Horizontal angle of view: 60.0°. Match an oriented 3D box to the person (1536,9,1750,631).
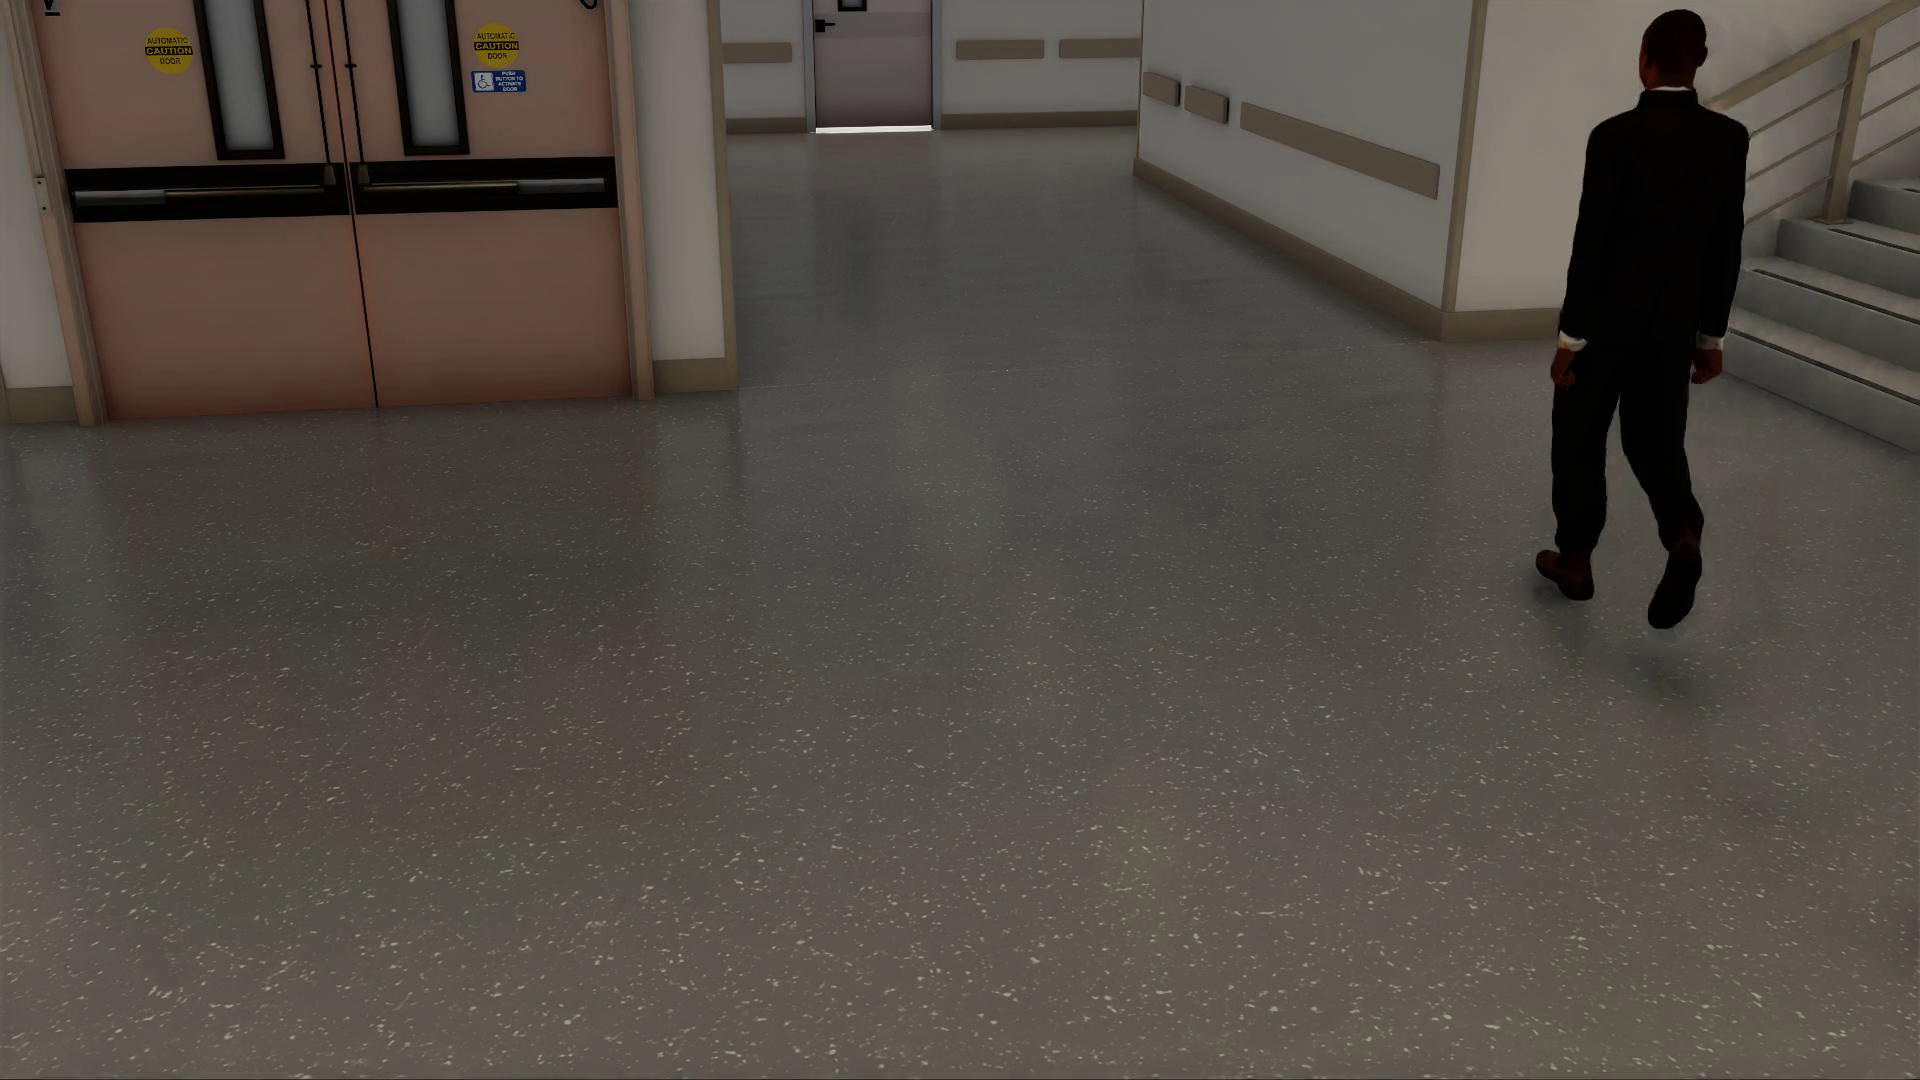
[{"bbox_3d":[2.109,-0.625,5.119,1.076,1.884,0.841,-1,21,-4],"label":"person"}]
